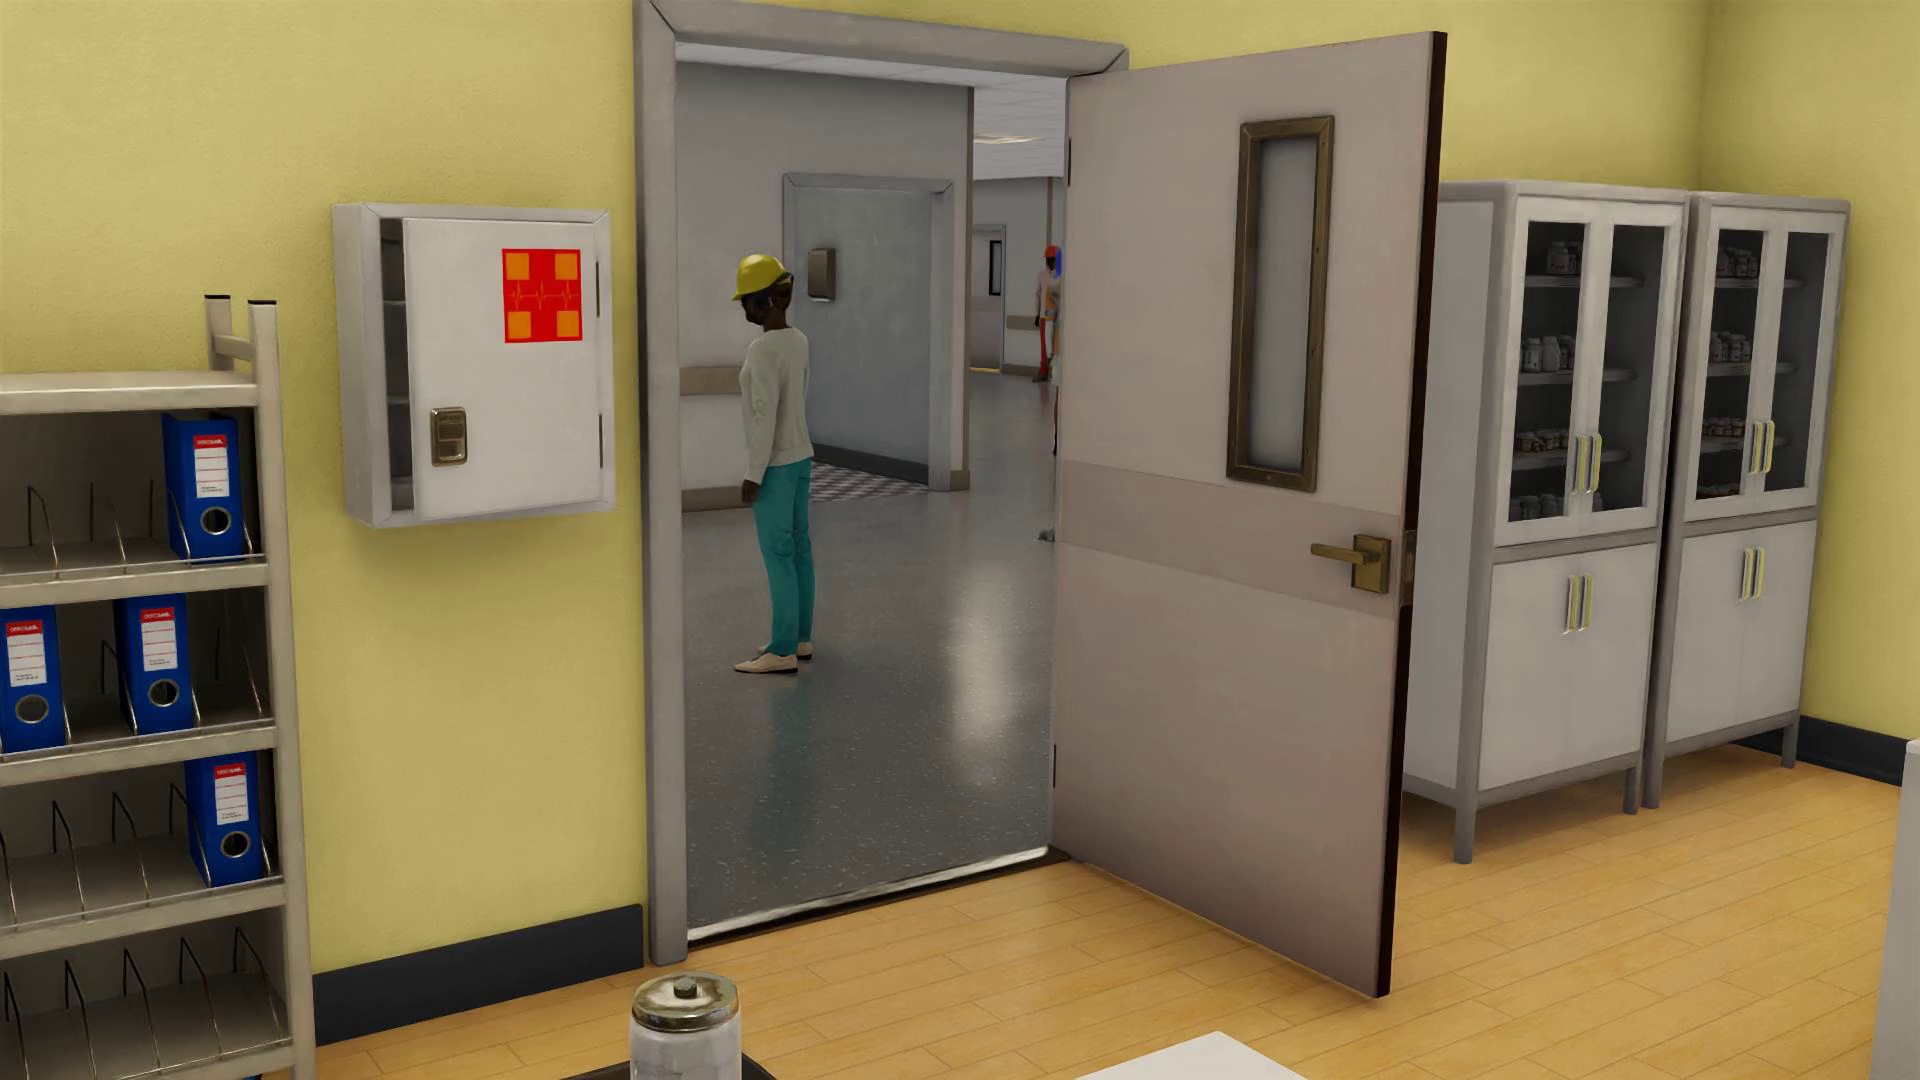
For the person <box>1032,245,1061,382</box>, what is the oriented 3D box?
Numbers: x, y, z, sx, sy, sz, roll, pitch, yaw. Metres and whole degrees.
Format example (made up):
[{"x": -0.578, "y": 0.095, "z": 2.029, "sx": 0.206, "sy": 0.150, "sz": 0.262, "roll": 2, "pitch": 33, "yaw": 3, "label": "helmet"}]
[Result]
[{"x": 1.341, "y": -3.276, "z": 24.190, "sx": 0.621, "sy": 1.994, "sz": 0.381, "roll": 8, "pitch": 12, "yaw": 35, "label": "person"}]

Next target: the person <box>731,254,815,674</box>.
[{"x": -0.796, "y": -0.314, "z": 7.017, "sx": 0.332, "sy": 1.759, "sz": 0.523, "roll": 3, "pitch": 10, "yaw": 13, "label": "person"}]
